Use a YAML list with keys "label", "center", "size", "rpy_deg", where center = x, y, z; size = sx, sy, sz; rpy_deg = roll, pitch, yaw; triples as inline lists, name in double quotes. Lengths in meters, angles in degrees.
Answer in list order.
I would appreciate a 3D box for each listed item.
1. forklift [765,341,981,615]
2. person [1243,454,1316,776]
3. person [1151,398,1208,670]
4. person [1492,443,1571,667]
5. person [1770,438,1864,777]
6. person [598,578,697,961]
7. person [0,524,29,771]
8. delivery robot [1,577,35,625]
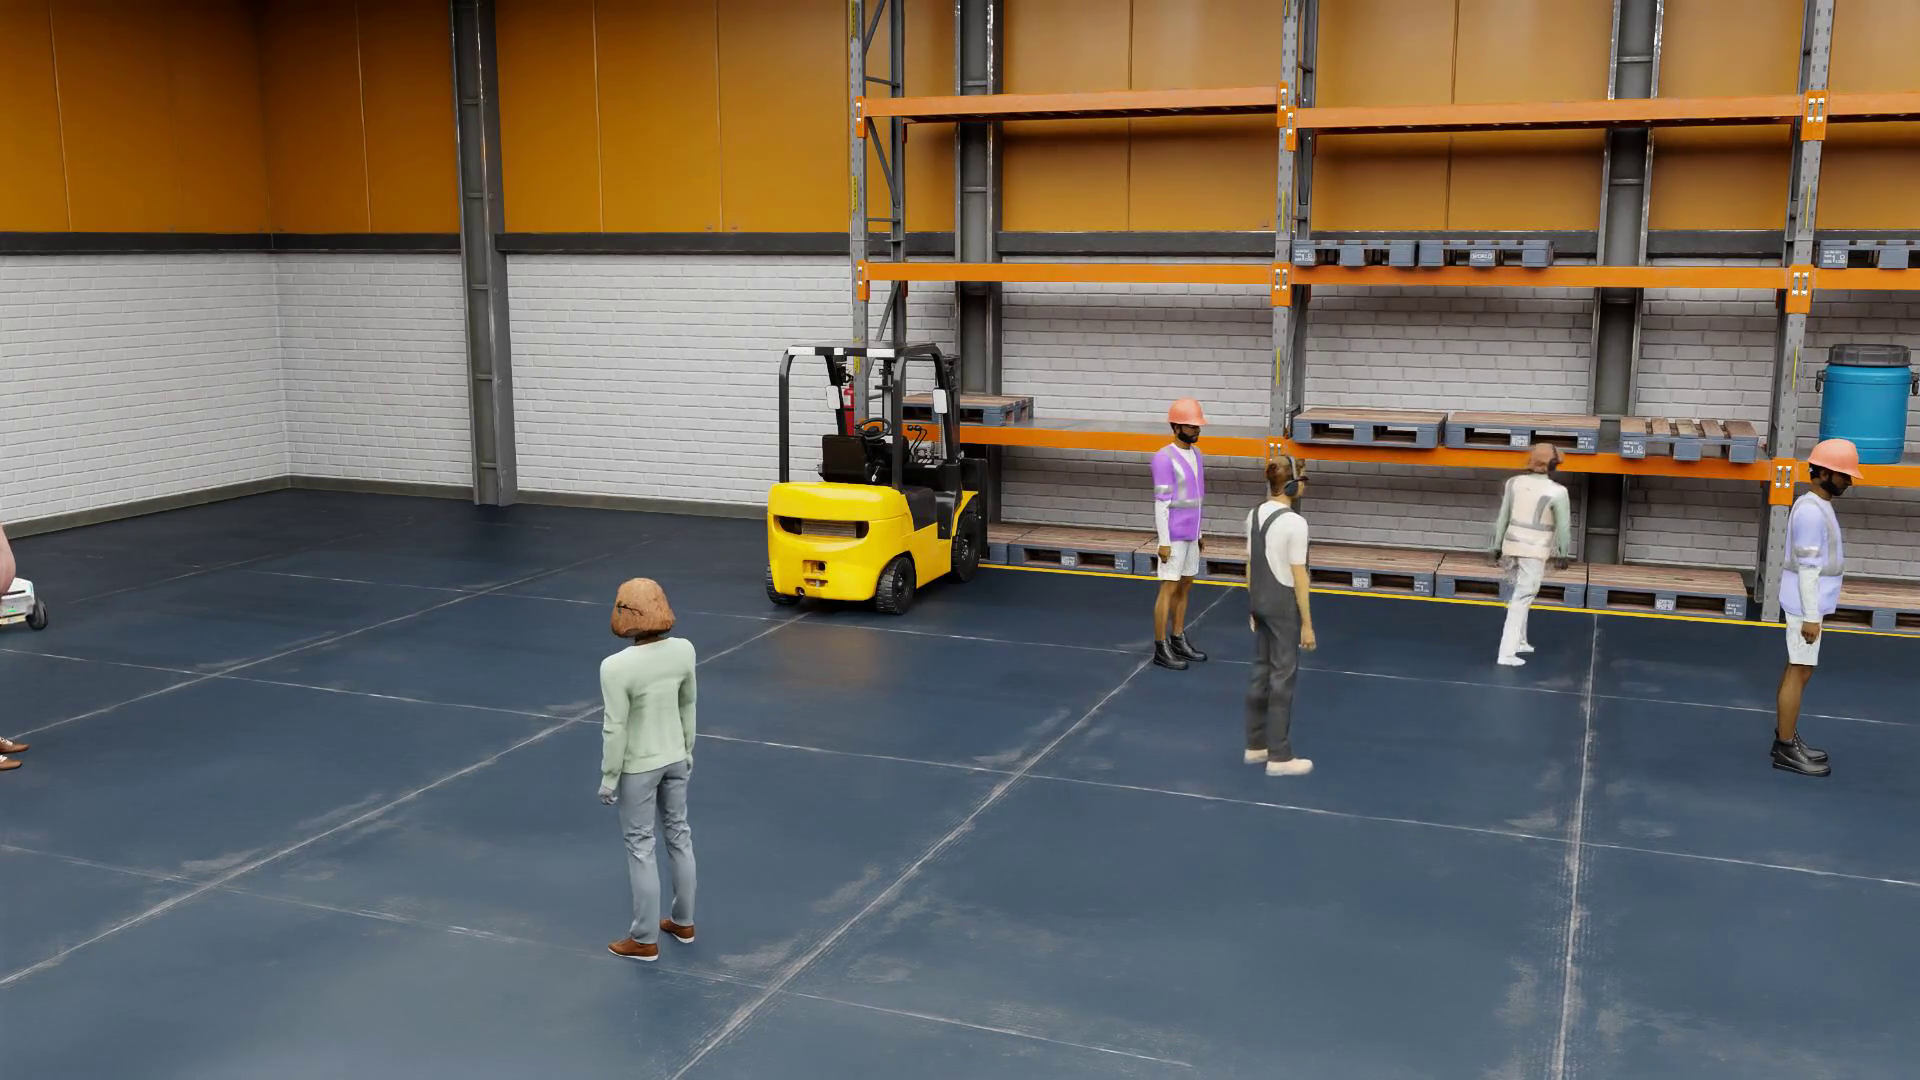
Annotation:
- label: "forklift"
  center: [-0.739, -0.602, 14.246]
  size: [1.214, 2.155, 2.313]
  rpy_deg: [4, 11, 21]
- label: "person"
  center: [1.821, 0.424, 9.503]
  size: [0.330, 1.844, 0.519]
  rpy_deg: [-4, 11, -23]
- label: "person"
  center: [1.597, -0.048, 11.885]
  size: [0.368, 1.935, 0.551]
  rpy_deg: [8, 13, 36]
- label: "person"
  center: [4.123, 0.105, 11.922]
  size: [0.671, 1.613, 0.521]
  rpy_deg: [-6, 12, -30]
- label: "person"
  center: [4.905, 0.376, 9.544]
  size: [0.373, 1.928, 0.543]
  rpy_deg: [5, 11, 27]
- label: "person"
  center: [-1.322, 0.965, 7.072]
  size: [0.278, 1.635, 0.506]
  rpy_deg: [8, 13, 37]
- label: "person"
  center: [-5.673, 0.376, 9.620]
  size: [0.407, 1.902, 0.639]
  rpy_deg: [-4, 11, -21]
- label: "delivery robot"
  center: [-7.544, 0.401, 12.963]
  size: [0.707, 0.478, 0.477]
  rpy_deg: [7, 13, 35]
